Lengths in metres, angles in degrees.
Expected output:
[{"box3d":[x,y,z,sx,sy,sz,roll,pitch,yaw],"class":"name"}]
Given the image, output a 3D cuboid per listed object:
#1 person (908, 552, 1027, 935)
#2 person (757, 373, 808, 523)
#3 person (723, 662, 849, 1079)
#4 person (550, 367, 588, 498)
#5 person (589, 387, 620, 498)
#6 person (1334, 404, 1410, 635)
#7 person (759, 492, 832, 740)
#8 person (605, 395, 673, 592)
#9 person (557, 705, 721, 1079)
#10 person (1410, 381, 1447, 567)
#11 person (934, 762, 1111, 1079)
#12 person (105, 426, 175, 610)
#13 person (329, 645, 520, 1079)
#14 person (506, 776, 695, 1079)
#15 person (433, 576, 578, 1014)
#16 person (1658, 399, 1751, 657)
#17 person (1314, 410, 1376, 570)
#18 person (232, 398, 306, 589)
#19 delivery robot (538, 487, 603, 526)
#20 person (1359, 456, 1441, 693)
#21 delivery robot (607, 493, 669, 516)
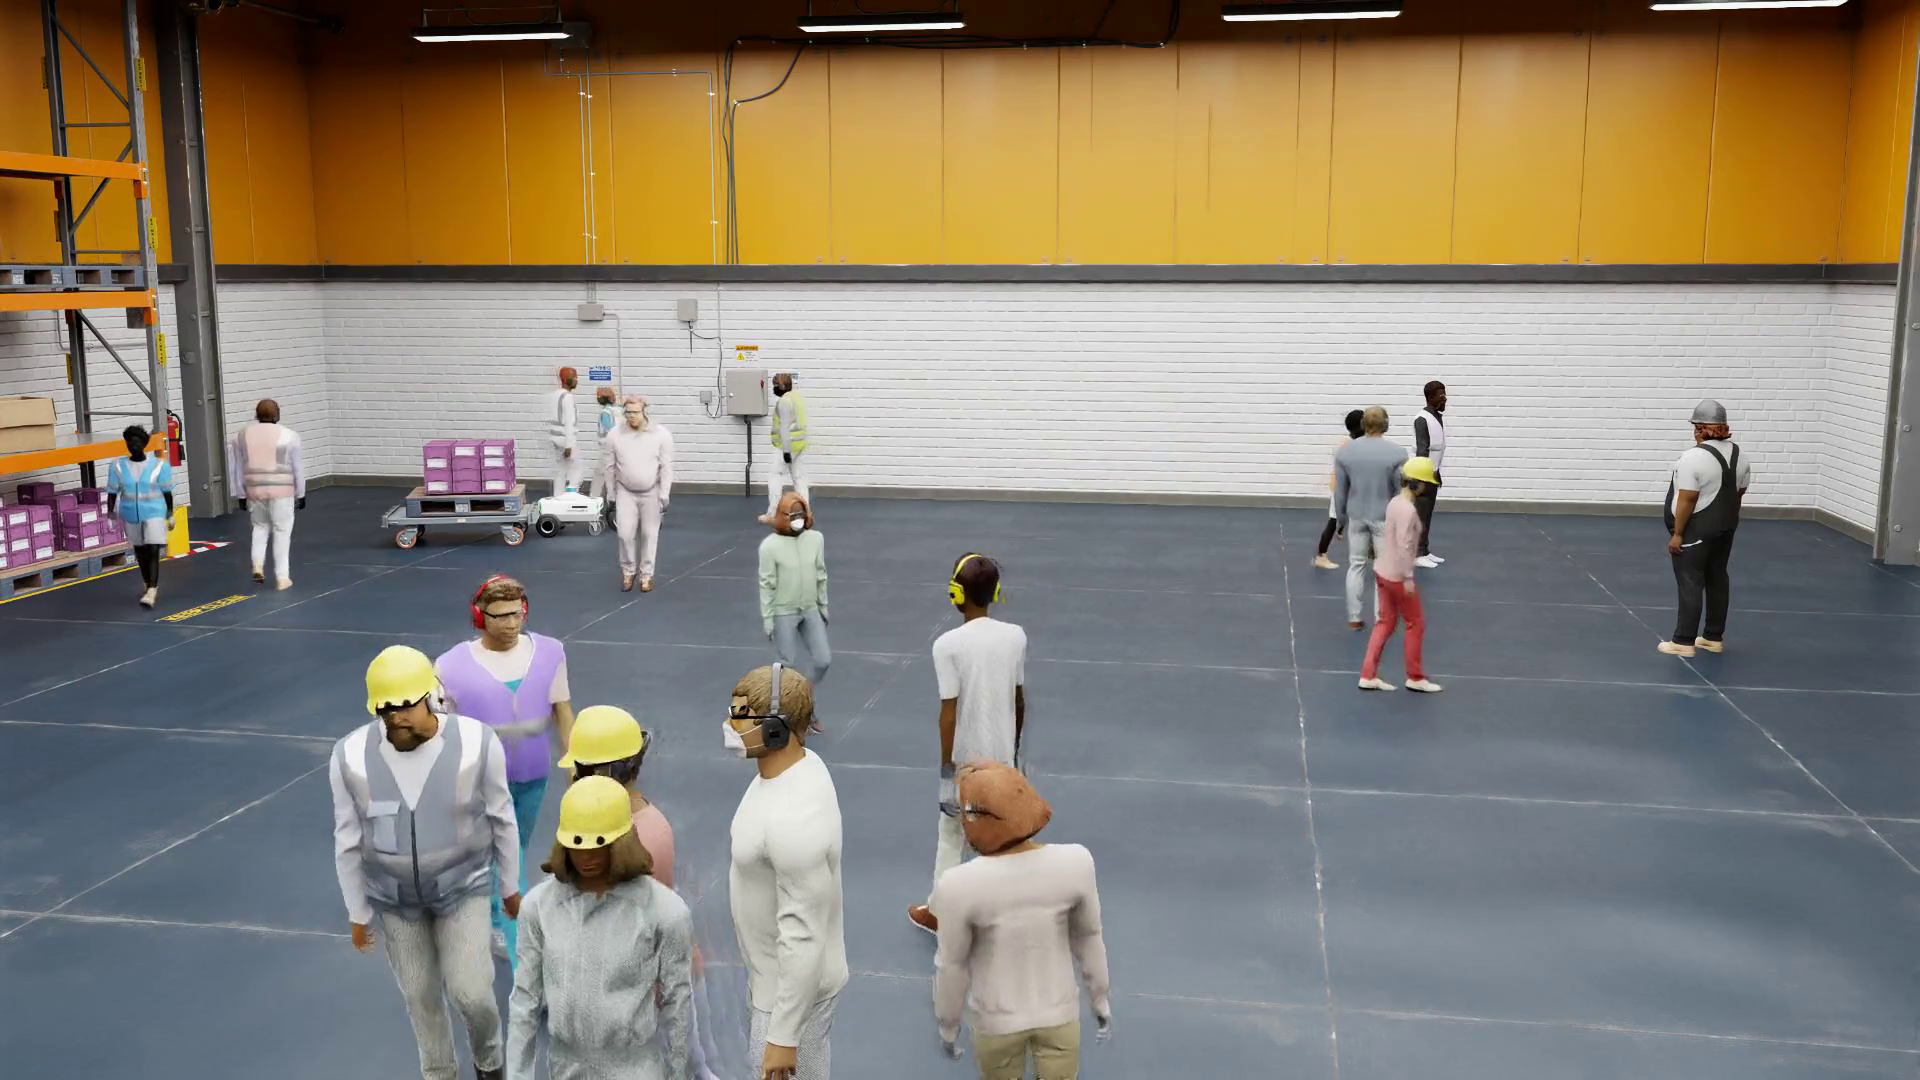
[{"box3d":[0.102,0.963,7.311,0.541,1.822,0.977,-6,11,-32],"class":"person"},{"box3d":[-2.152,-1.110,20.166,0.745,1.809,0.642,3,10,16],"class":"person"},{"box3d":[-0.509,1.302,4.807,0.372,1.940,0.627,-1,9,-9],"class":"person"},{"box3d":[-4.880,-1.218,20.704,0.500,1.860,0.584,-6,11,-33],"class":"person"},{"box3d":[-4.456,-1.098,20.691,0.771,1.605,0.553,1,9,6],"class":"person"},{"box3d":[3.446,-0.166,13.920,0.634,1.939,0.377,5,11,31],"class":"person"},{"box3d":[-1.052,0.496,10.754,0.533,1.621,0.362,-7,11,-36],"class":"person"},{"box3d":[-3.030,-0.428,15.723,0.640,1.885,0.465,-1,9,-6],"class":"person"},{"box3d":[-0.960,1.343,5.208,0.852,1.726,0.526,-7,11,-36],"class":"person"},{"box3d":[4.844,-0.691,17.232,0.391,1.920,0.587,5,11,29],"class":"person"},{"box3d":[0.197,1.437,4.996,0.553,1.602,0.519,-2,9,-12],"class":"person"},{"box3d":[-7.401,-0.202,15.008,0.544,1.642,0.883,-2,9,-10],"class":"person"},{"box3d":[-1.841,1.220,5.748,0.596,1.801,0.513,-1,9,-7],"class":"person"},{"box3d":[-0.985,1.467,4.582,0.492,1.706,0.884,2,9,13],"class":"person"},{"box3d":[-1.916,1.023,7.034,0.559,1.782,1.009,-7,12,-38],"class":"person"},{"box3d":[5.857,-0.102,13.201,0.689,2.000,0.539,-5,10,-26],"class":"person"},{"box3d":[3.999,-0.486,16.775,0.867,1.643,0.550,4,10,25],"class":"person"},{"box3d":[-6.601,-0.440,15.960,0.629,1.832,0.455,0,9,-3],"class":"person"},{"box3d":[-4.483,-0.372,19.186,0.707,0.478,0.477,-1,9,-4],"class":"delivery robot"},{"box3d":[3.186,0.260,11.919,0.559,1.728,0.555,0,9,-1],"class":"person"},{"box3d":[-3.805,-0.450,19.669,0.707,0.478,0.477,-2,9,-15],"class":"delivery robot"}]
